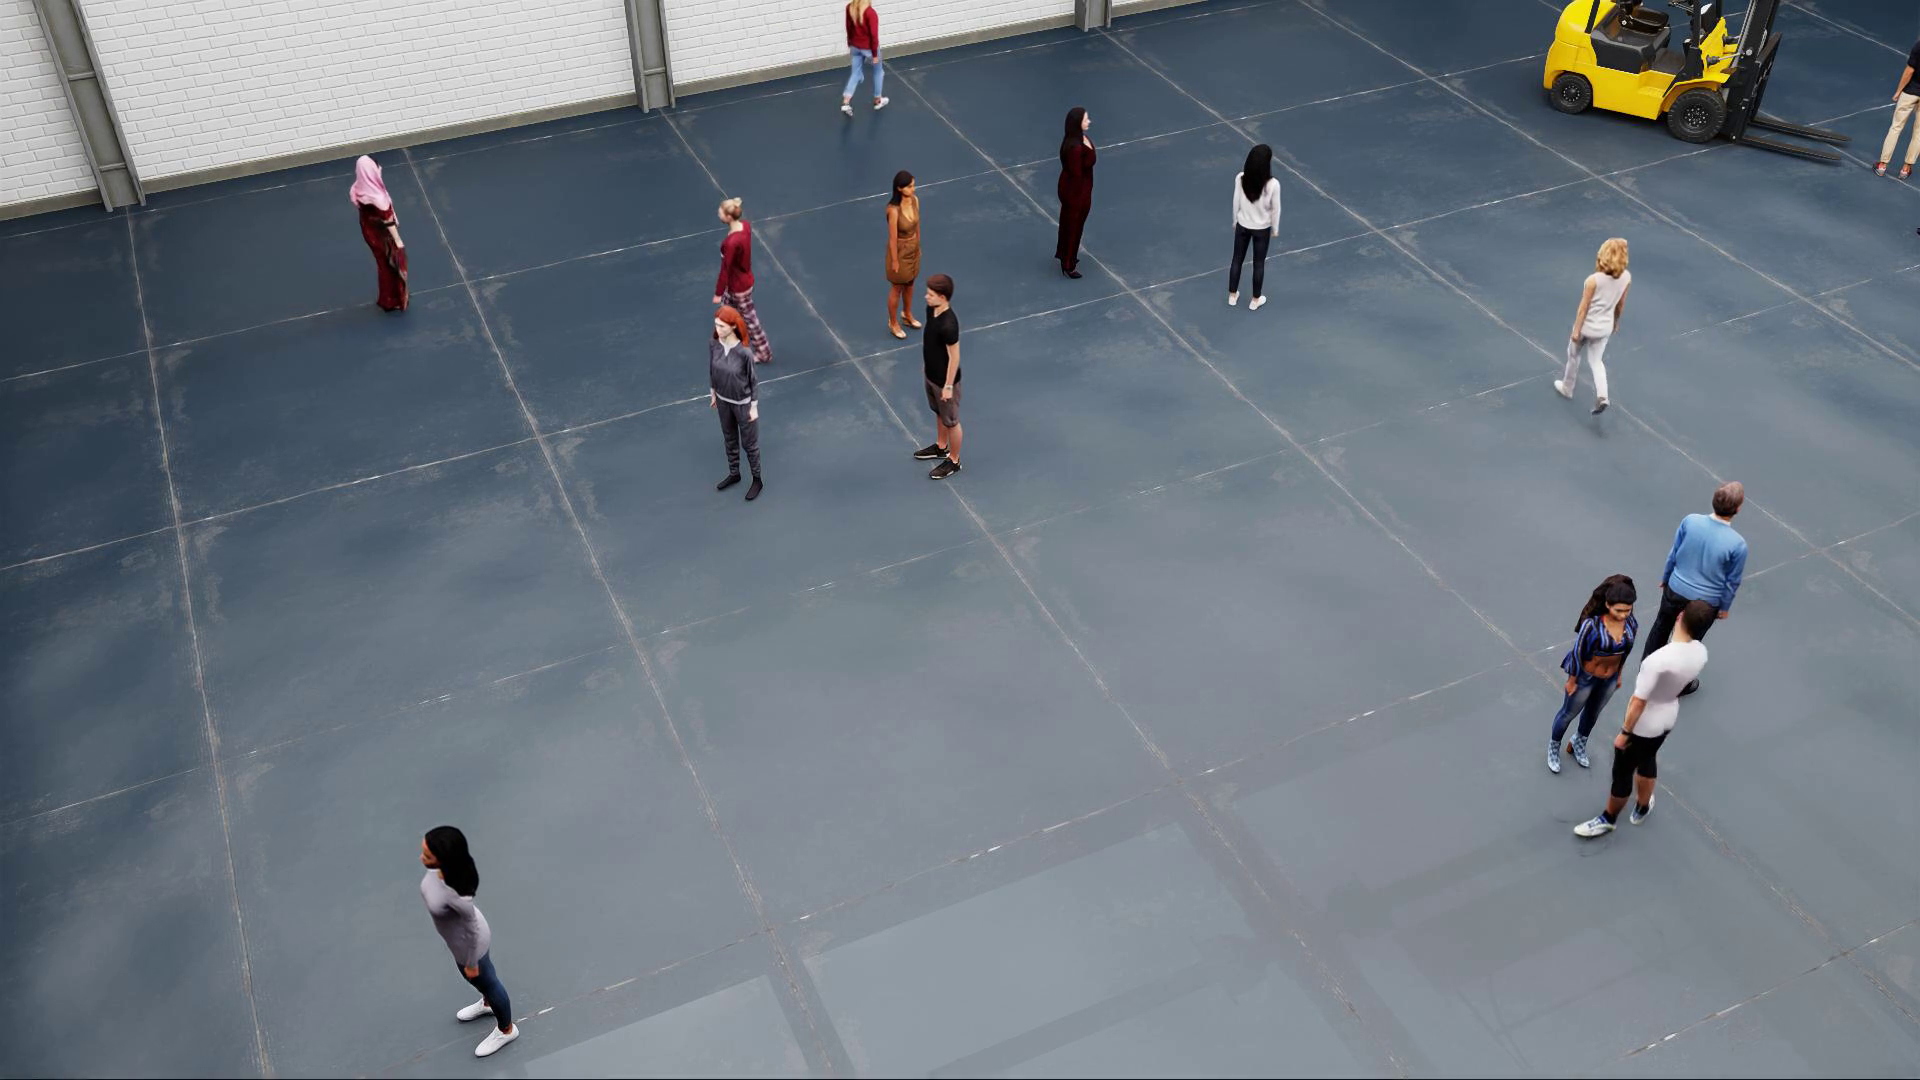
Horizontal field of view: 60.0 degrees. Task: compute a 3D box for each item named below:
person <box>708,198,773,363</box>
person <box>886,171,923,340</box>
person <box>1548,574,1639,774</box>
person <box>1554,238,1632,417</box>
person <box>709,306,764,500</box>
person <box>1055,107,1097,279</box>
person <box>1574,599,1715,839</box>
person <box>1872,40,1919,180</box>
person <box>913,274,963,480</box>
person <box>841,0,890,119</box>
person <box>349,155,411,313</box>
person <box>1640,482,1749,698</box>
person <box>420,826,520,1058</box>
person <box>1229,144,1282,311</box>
[{"bbox_3d":[-1.917,-2.321,15.106,0.975,1.681,0.858,3,39,3],"label":"person"},{"bbox_3d":[-0.531,-2.676,15.546,0.697,1.687,0.600,23,44,26],"label":"person"},{"bbox_3d":[4.238,0.907,11.115,0.563,1.618,0.725,-7,39,-9],"label":"person"},{"bbox_3d":[5.575,-1.832,14.521,0.956,1.647,0.806,-7,39,-9],"label":"person"},{"bbox_3d":[-1.823,-1.125,13.530,0.654,1.779,0.675,19,42,22],"label":"person"},{"bbox_3d":[1.121,-3.453,16.462,0.739,1.758,0.748,-1,39,-1],"label":"person"},{"bbox_3d":[4.377,1.191,10.597,0.924,1.819,0.516,31,48,33],"label":"person"},{"bbox_3d":[10.465,-4.847,18.126,0.698,1.859,0.746,14,41,17],"label":"person"},{"bbox_3d":[-0.137,-1.380,13.783,0.588,1.861,0.674,-14,41,-16],"label":"person"},{"bbox_3d":[-1.154,-5.700,19.396,0.968,1.606,1.120,19,42,22],"label":"person"},{"bbox_3d":[-5.594,-2.887,15.860,0.718,1.625,0.706,-26,45,-28],"label":"person"},{"bbox_3d":[5.158,0.341,11.662,0.676,1.819,0.724,-30,47,-32],"label":"person"},{"bbox_3d":[-2.766,2.228,9.366,0.553,1.736,0.623,-20,43,-24],"label":"person"},{"bbox_3d":[2.812,-3.011,15.954,0.712,1.701,0.756,16,41,20],"label":"person"}]
